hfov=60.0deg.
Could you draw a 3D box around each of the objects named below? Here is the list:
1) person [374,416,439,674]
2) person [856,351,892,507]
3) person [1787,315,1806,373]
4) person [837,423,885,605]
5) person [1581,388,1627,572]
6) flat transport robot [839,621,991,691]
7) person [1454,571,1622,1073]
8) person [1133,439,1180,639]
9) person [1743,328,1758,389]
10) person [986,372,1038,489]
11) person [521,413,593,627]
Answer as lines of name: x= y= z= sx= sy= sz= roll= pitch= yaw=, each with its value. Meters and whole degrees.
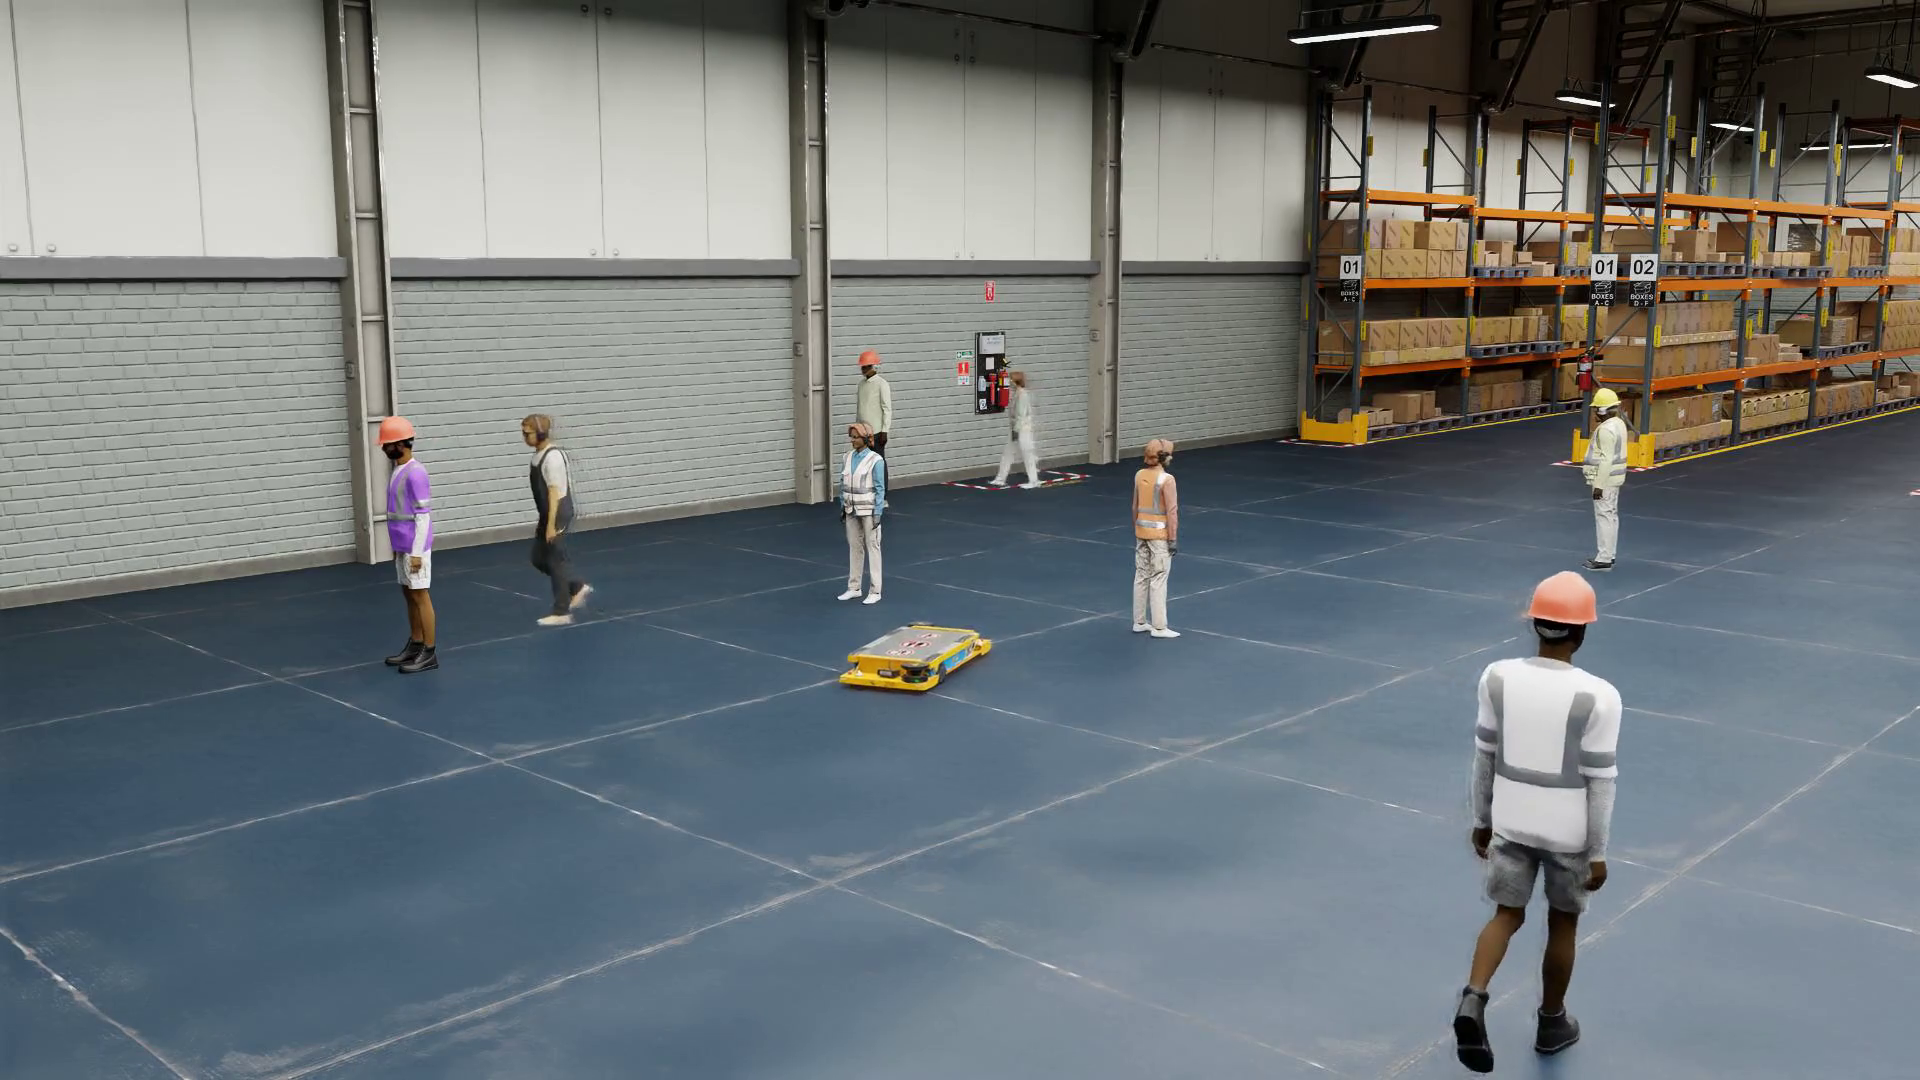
person: x=-4.154 y=0.035 z=12.478 sx=0.374 sy=1.929 sz=0.542 roll=-6 pitch=11 yaw=-33
person: x=-1.123 y=-1.391 z=20.976 sx=0.395 sy=1.990 sz=0.625 roll=-8 pitch=12 yaw=-39
person: x=17.960 y=-3.817 z=35.690 sx=0.623 sy=2.006 sz=0.933 roll=9 pitch=13 yaw=43
person: x=-0.886 y=-0.243 z=15.052 sx=0.514 sy=1.641 sz=0.308 roll=8 pitch=12 yaw=40
person: x=6.446 y=-0.600 z=16.653 sx=0.403 sy=1.828 sz=0.595 roll=6 pitch=11 yaw=33
flat transport robot: x=-0.314 y=0.858 z=12.501 sx=0.652 sy=0.197 sz=1.431 roll=3 pitch=10 yaw=20
person: x=2.145 y=1.071 z=6.213 sx=0.552 sy=1.914 sz=0.763 roll=8 pitch=13 yaw=42
person: x=1.605 y=-0.013 z=13.664 sx=0.311 sy=1.636 sz=0.521 roll=-5 pitch=11 yaw=-30
person: x=16.468 y=-3.584 z=34.864 sx=0.963 sy=1.828 sz=0.534 roll=-8 pitch=12 yaw=-39
person: x=0.713 y=-1.487 z=22.731 sx=0.792 sy=1.606 sz=0.545 roll=-2 pitch=9 yaw=-9
person: x=-3.428 y=-0.173 z=14.092 sx=0.507 sy=1.826 sz=0.507 roll=-6 pitch=11 yaw=-32
